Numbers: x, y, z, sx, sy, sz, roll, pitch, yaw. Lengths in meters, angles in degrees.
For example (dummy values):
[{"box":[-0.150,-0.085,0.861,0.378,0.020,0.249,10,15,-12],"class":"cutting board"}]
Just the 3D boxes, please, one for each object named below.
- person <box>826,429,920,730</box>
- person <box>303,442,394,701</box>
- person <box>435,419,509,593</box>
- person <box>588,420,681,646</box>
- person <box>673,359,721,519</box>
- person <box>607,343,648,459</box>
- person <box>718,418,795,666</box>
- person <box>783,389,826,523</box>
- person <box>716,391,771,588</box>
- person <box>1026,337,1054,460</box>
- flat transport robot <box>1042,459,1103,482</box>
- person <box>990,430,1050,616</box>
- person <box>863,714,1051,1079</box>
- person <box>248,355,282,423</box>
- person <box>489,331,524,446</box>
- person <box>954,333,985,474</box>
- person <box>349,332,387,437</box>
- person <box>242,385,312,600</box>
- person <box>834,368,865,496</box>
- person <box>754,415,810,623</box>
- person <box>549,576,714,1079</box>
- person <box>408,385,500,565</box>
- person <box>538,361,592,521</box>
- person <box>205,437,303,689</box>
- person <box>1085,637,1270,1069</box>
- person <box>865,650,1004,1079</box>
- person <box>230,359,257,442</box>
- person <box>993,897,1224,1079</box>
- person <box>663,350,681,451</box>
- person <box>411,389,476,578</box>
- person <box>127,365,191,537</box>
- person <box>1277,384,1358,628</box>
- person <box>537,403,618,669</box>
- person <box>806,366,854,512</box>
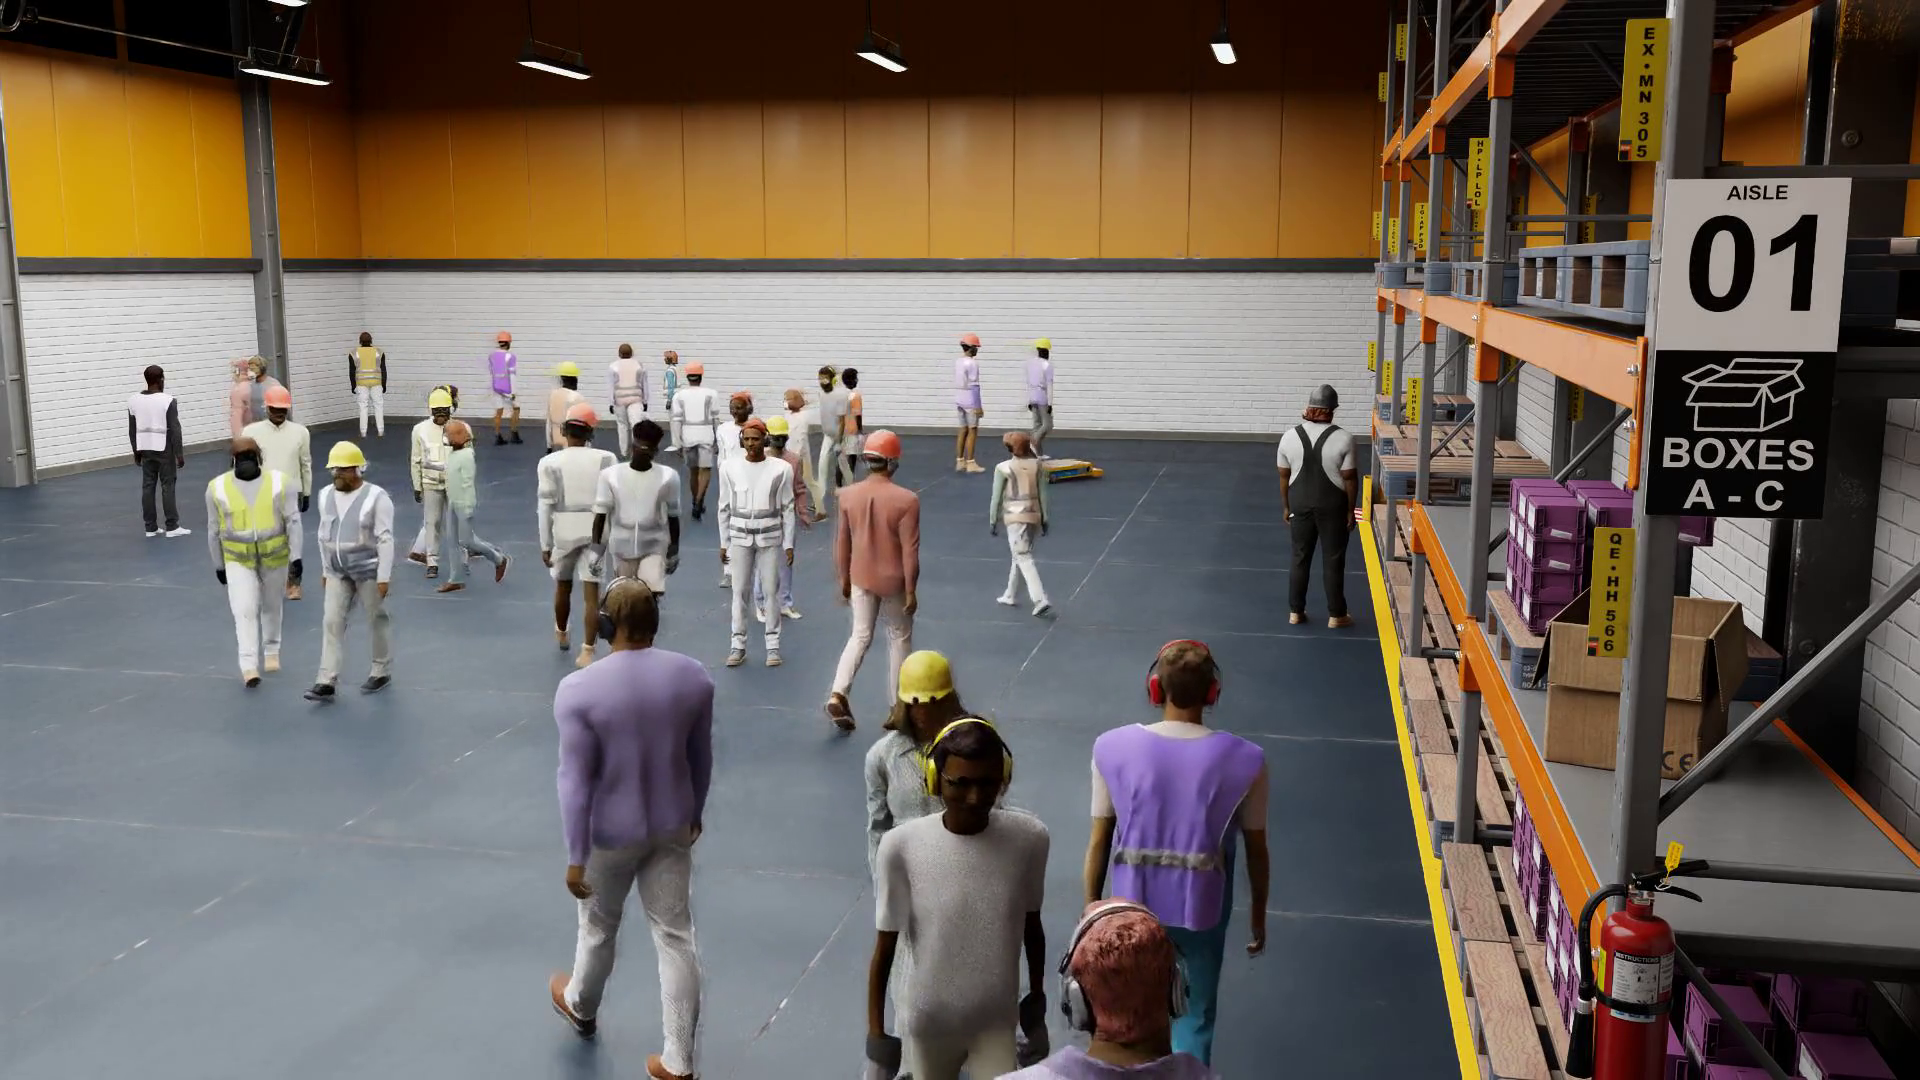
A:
[{"box":[-0.561,0.260,10.886,0.622,1.968,0.895,4,10,25],"class":"person"},{"box":[-4.256,0.232,11.517,0.621,1.801,0.821,2,10,12],"class":"person"},{"box":[-4.569,-0.324,15.435,0.617,1.612,0.503,-8,12,-39],"class":"person"},{"box":[-2.356,0.083,12.107,0.645,1.895,1.029,-1,9,-4],"class":"person"},{"box":[-3.143,-1.201,19.854,0.553,1.912,0.810,0,9,2],"class":"person"},{"box":[-5.191,-2.177,26.034,0.629,1.807,0.937,-3,10,-15],"class":"person"},{"box":[-1.539,0.020,12.573,0.574,1.883,0.361,0,9,2],"class":"person"},{"box":[-1.934,-0.961,19.364,0.859,1.586,0.501,-7,12,-38],"class":"person"},{"box":[-2.040,-0.511,15.918,0.591,1.841,0.970,2,10,14],"class":"person"},{"box":[1.212,-2.166,25.643,0.533,1.914,0.589,-8,12,-41],"class":"person"},{"box":[1.302,-0.980,23.437,1.431,0.197,0.652,-9,13,-43],"class":"flat transport robot"},{"box":[0.558,-0.154,14.483,0.523,1.598,0.845,-6,11,-34],"class":"person"},{"box":[0.004,1.381,4.553,0.552,1.816,0.972,-1,9,-7],"class":"person"},{"box":[-8.504,-1.303,20.416,0.644,1.933,0.372,5,11,30],"class":"person"},{"box":[-7.610,-2.542,27.924,0.560,1.914,0.683,3,10,20],"class":"person"},{"box":[0.144,-1.990,24.221,0.394,2.036,0.616,-4,10,-25],"class":"person"},{"box":[-10.422,-2.737,29.303,0.625,1.844,0.429,-4,10,-25],"class":"person"},{"box":[-6.289,-0.468,15.344,0.597,1.947,1.018,-4,10,-24],"class":"person"},{"box":[-1.451,-1.390,21.649,0.337,1.692,0.584,-8,12,-39],"class":"person"},{"box":[-1.551,-0.188,14.174,0.530,1.769,0.324,-6,11,-33],"class":"person"},{"box":[-1.248,1.062,6.251,0.661,1.889,0.994,-7,11,-34],"class":"person"},{"box":[-5.202,-0.664,16.909,0.996,1.821,0.544,-8,12,-39],"class":"person"},{"box":[-4.696,-1.182,19.827,0.605,1.889,0.975,7,12,37],"class":"person"},{"box":[-5.106,0.150,12.080,0.625,1.786,0.995,-4,10,-25],"class":"person"},{"box":[0.734,1.214,5.562,0.593,1.816,0.749,2,10,13],"class":"person"},{"box":[-0.091,1.206,5.958,0.489,1.703,0.864,0,9,-3],"class":"person"},{"box":[-8.759,-1.276,20.477,0.477,1.871,0.845,3,10,18],"class":"person"},{"box":[0.313,1.606,3.014,0.671,1.882,0.566,2,10,15],"class":"person"},{"box":[-4.668,-2.257,27.027,0.308,1.638,0.511,0,9,1],"class":"person"},{"box":[-5.008,-0.550,16.155,0.600,1.832,0.404,-4,10,-22],"class":"person"},{"box":[-8.942,-0.985,18.521,0.597,1.915,0.365,1,10,9],"class":"person"},{"box":[3.036,-0.293,13.979,0.673,2.000,0.535,6,11,31],"class":"person"},{"box":[-2.902,-0.043,12.643,0.610,1.978,1.048,-3,10,-18],"class":"person"},{"box":[-1.569,-1.231,20.385,0.524,1.788,0.983,8,12,38],"class":"person"}]
